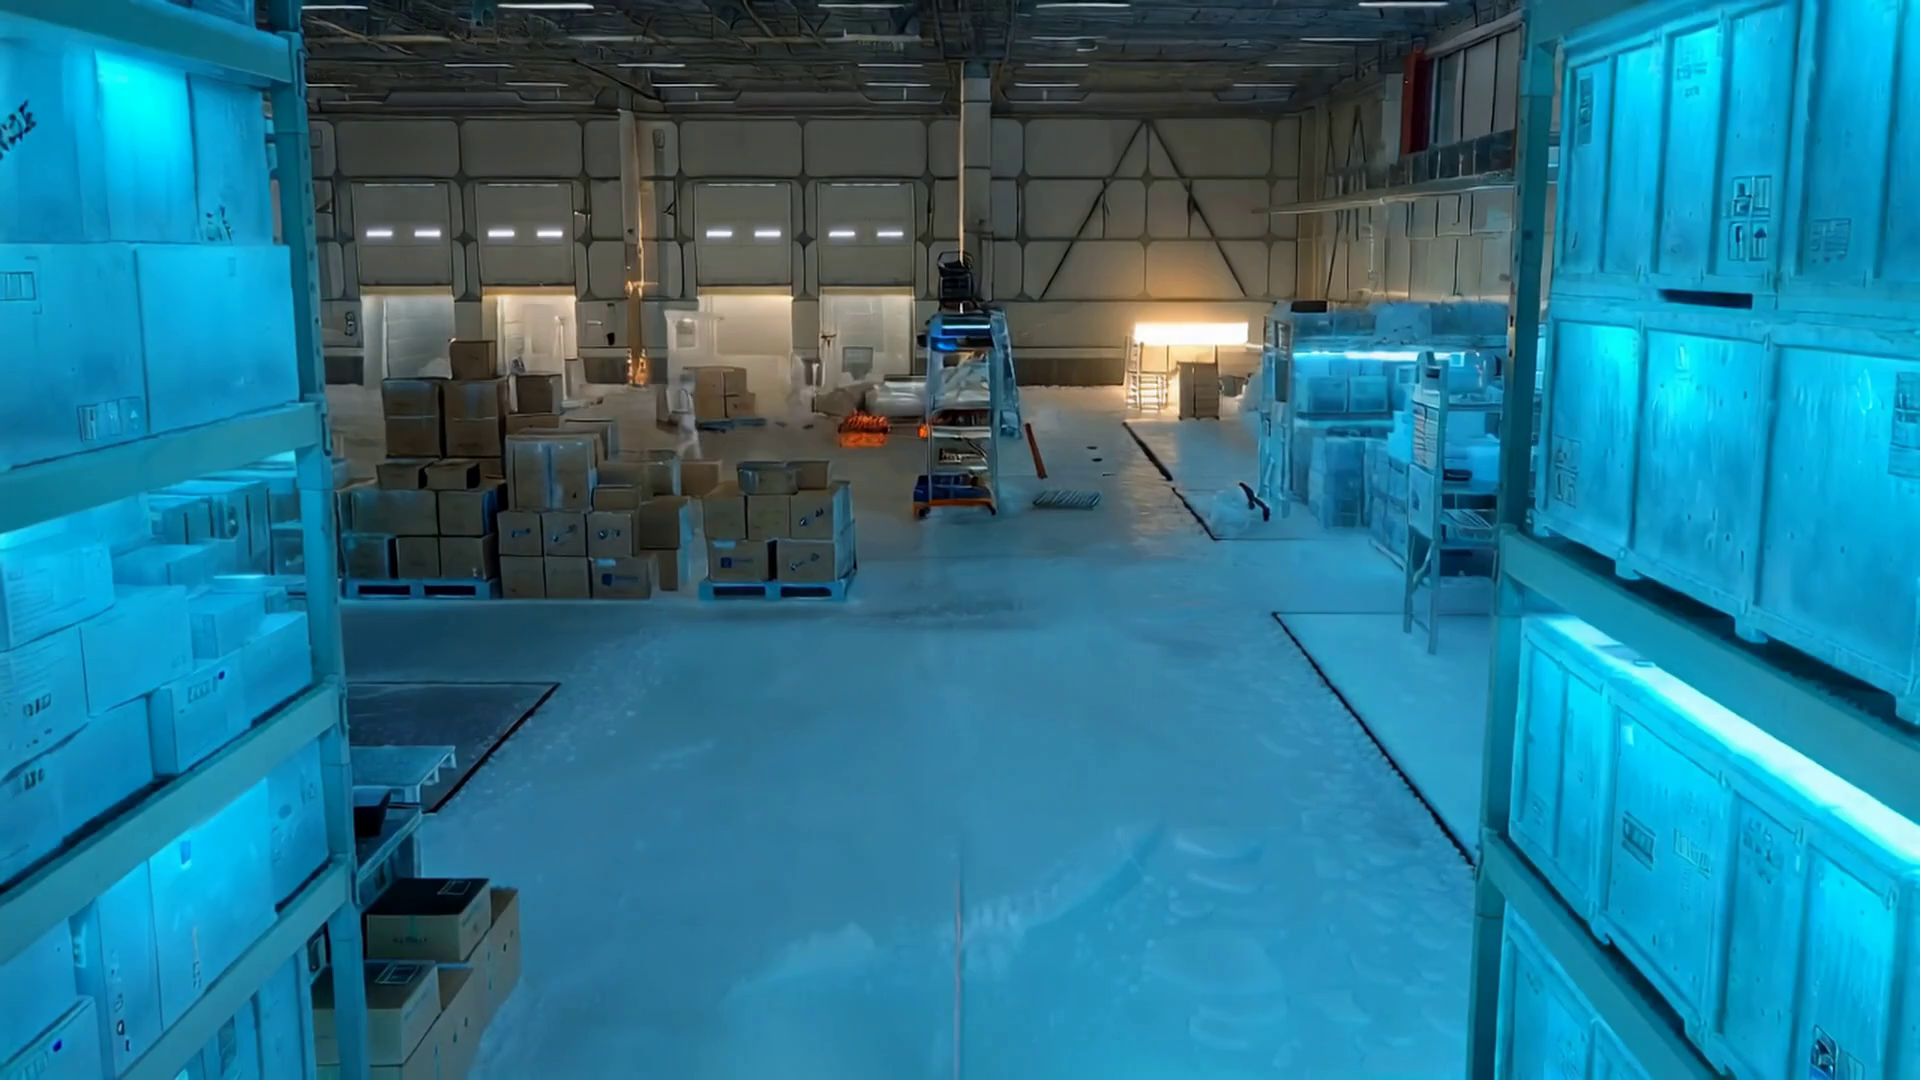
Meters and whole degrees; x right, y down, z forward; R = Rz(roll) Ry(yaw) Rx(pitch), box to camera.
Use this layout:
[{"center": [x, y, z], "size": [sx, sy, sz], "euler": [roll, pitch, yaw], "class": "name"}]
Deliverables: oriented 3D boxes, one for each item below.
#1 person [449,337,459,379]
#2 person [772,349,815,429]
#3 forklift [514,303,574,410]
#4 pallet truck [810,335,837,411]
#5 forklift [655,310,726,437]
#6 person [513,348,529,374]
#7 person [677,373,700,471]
[{"center": [-13.135, -4.317, 43.314], "size": [0.347, 1.943, 0.545], "euler": [-9, 14, -43], "class": "person"}, {"center": [-3.883, -3.528, 38.926], "size": [1.051, 1.876, 0.653], "euler": [-4, 10, -20], "class": "person"}, {"center": [-10.721, -4.667, 42.626], "size": [1.129, 2.768, 1.873], "euler": [0, 10, 1], "class": "forklift"}, {"center": [-3.021, -4.312, 43.126], "size": [1.885, 1.965, 0.823], "euler": [3, 10, 17], "class": "pallet truck"}, {"center": [-6.209, -3.840, 37.859], "size": [1.129, 2.768, 1.873], "euler": [-5, 11, -27], "class": "forklift"}, {"center": [-11.243, -4.107, 42.809], "size": [0.540, 1.696, 0.317], "euler": [-8, 13, -40], "class": "person"}, {"center": [-4.944, -2.137, 30.824], "size": [0.814, 1.905, 0.556], "euler": [0, 10, 2], "class": "person"}]
